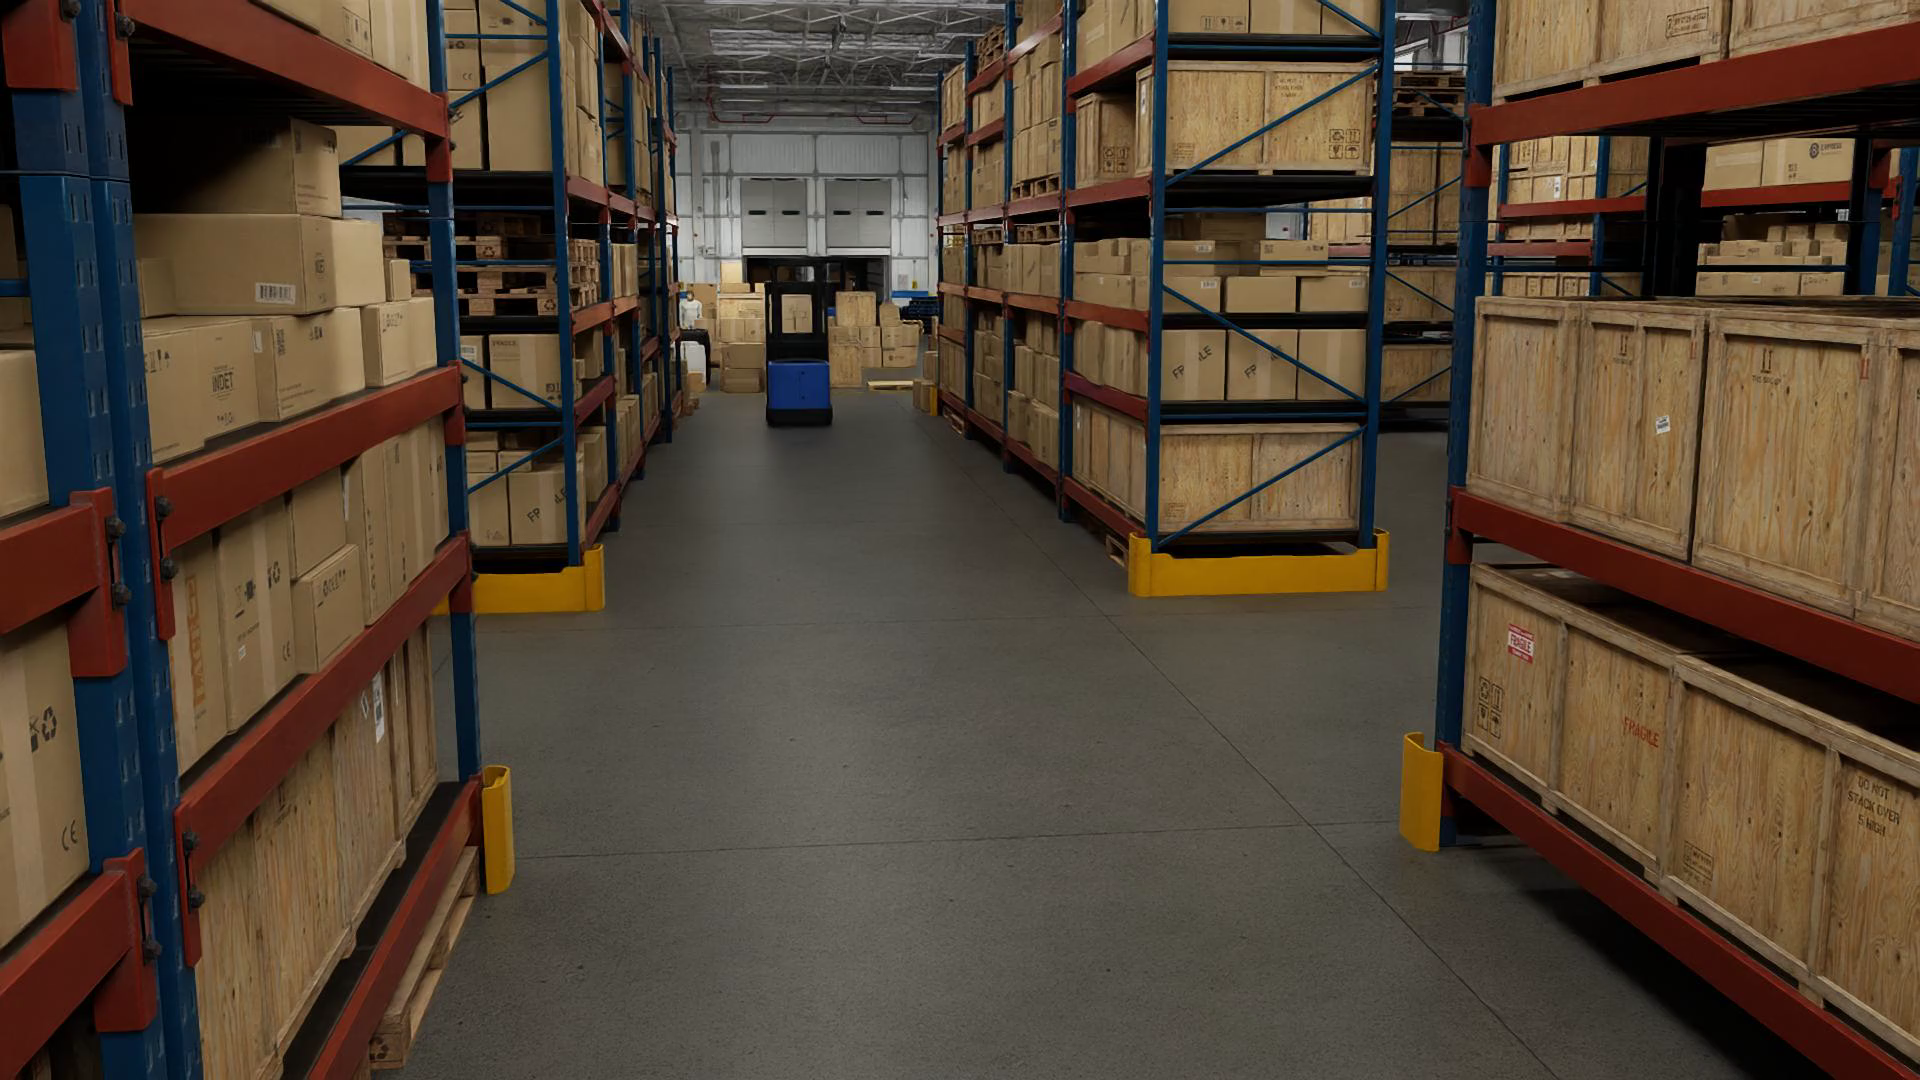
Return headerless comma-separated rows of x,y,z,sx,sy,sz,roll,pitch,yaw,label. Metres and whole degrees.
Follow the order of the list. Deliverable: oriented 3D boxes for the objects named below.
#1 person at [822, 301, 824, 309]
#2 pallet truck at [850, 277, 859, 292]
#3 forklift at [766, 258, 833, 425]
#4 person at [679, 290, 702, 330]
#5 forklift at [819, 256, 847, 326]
-3.509,-4.723,38.980,0.941,1.891,0.592,0,10,0,person
-3.782,-9.391,65.808,1.885,1.965,0.823,2,10,10,pallet truck
-2.789,-3.434,28.559,1.129,2.768,1.873,-1,10,-7,forklift
-7.369,-5.876,45.517,0.630,1.940,0.372,-1,10,-7,person
-4.357,-8.382,57.366,1.129,2.768,1.873,-6,12,-33,forklift
